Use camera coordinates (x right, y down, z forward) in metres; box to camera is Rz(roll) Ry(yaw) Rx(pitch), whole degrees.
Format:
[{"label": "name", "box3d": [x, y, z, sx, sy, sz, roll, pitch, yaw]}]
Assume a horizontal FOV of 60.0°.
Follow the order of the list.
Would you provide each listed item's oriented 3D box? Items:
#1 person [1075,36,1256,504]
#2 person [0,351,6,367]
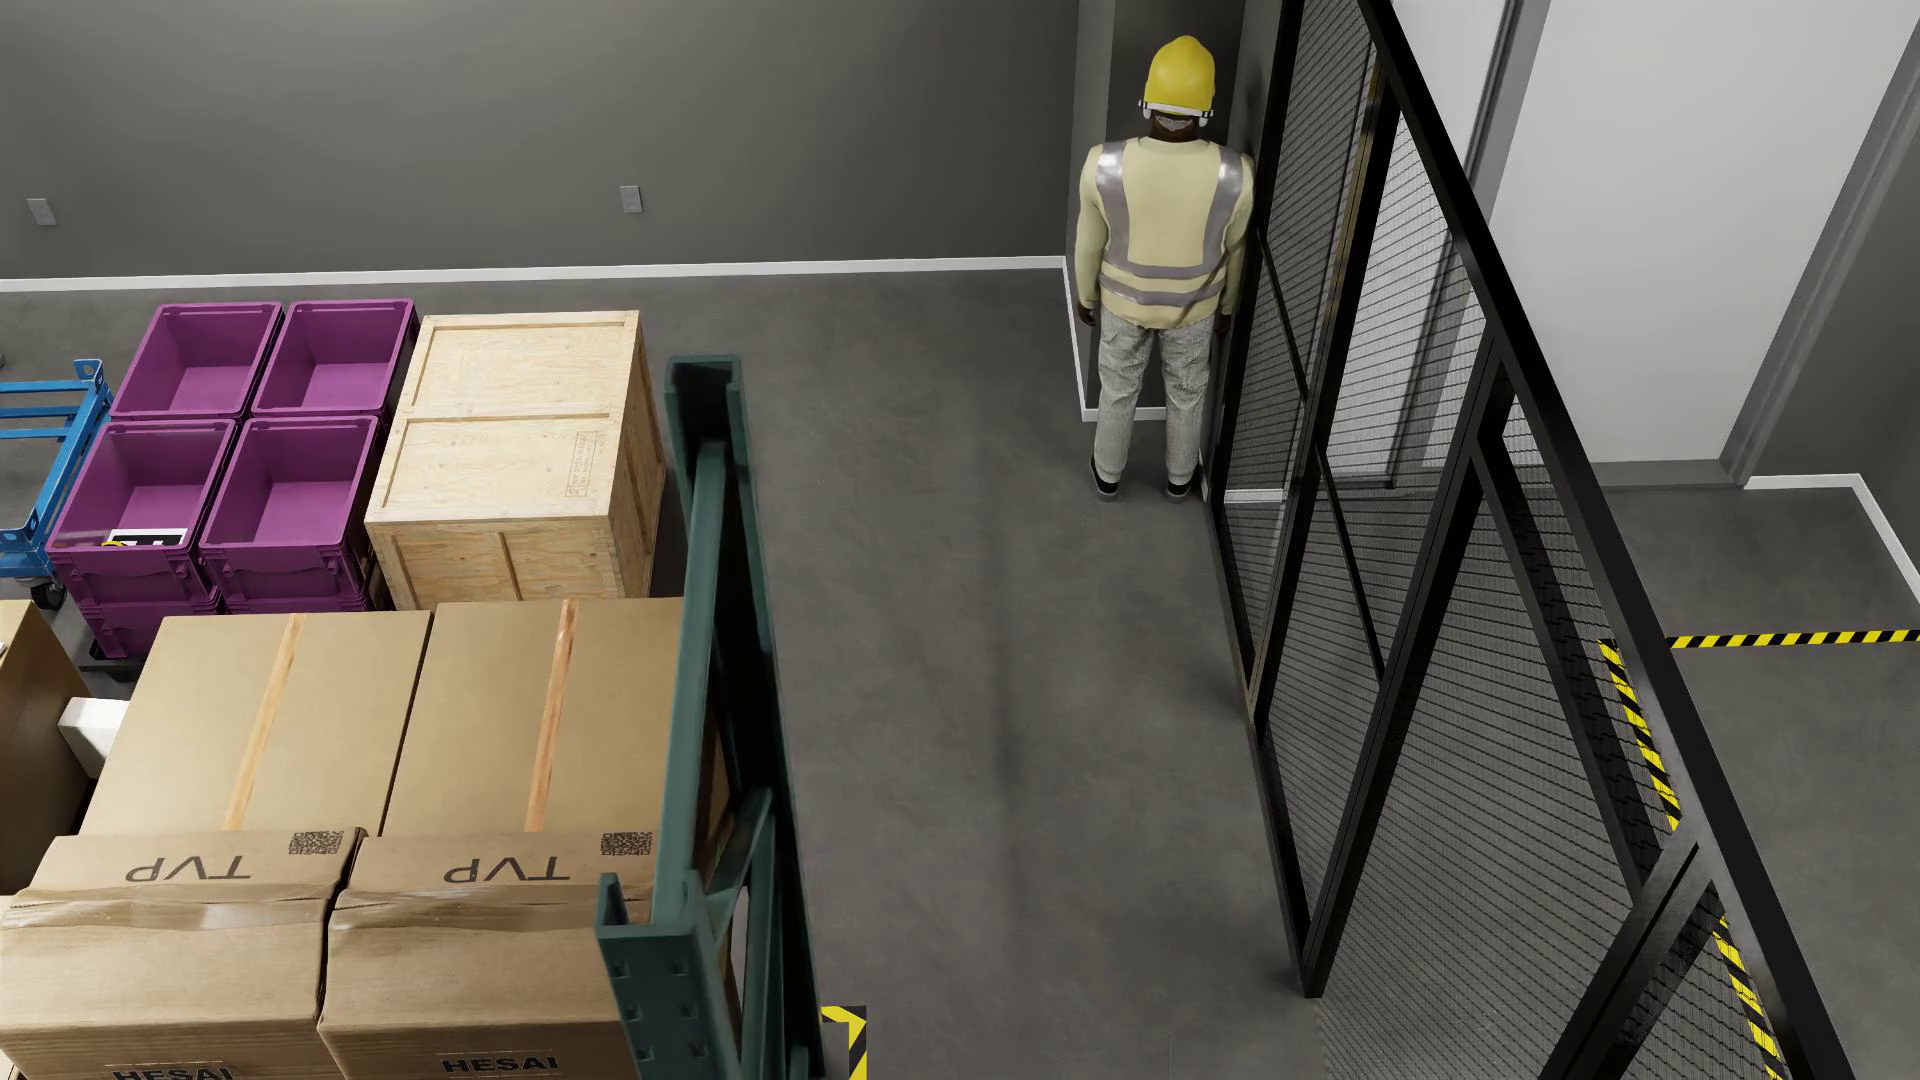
[{"label": "person", "box3d": [0.678, -0.855, 5.645, 0.586, 1.833, 0.403, 4, 46, 4]}, {"label": "person", "box3d": [-4.038, -1.268, 5.967, 0.372, 1.940, 0.632, -4, 46, -3]}]
